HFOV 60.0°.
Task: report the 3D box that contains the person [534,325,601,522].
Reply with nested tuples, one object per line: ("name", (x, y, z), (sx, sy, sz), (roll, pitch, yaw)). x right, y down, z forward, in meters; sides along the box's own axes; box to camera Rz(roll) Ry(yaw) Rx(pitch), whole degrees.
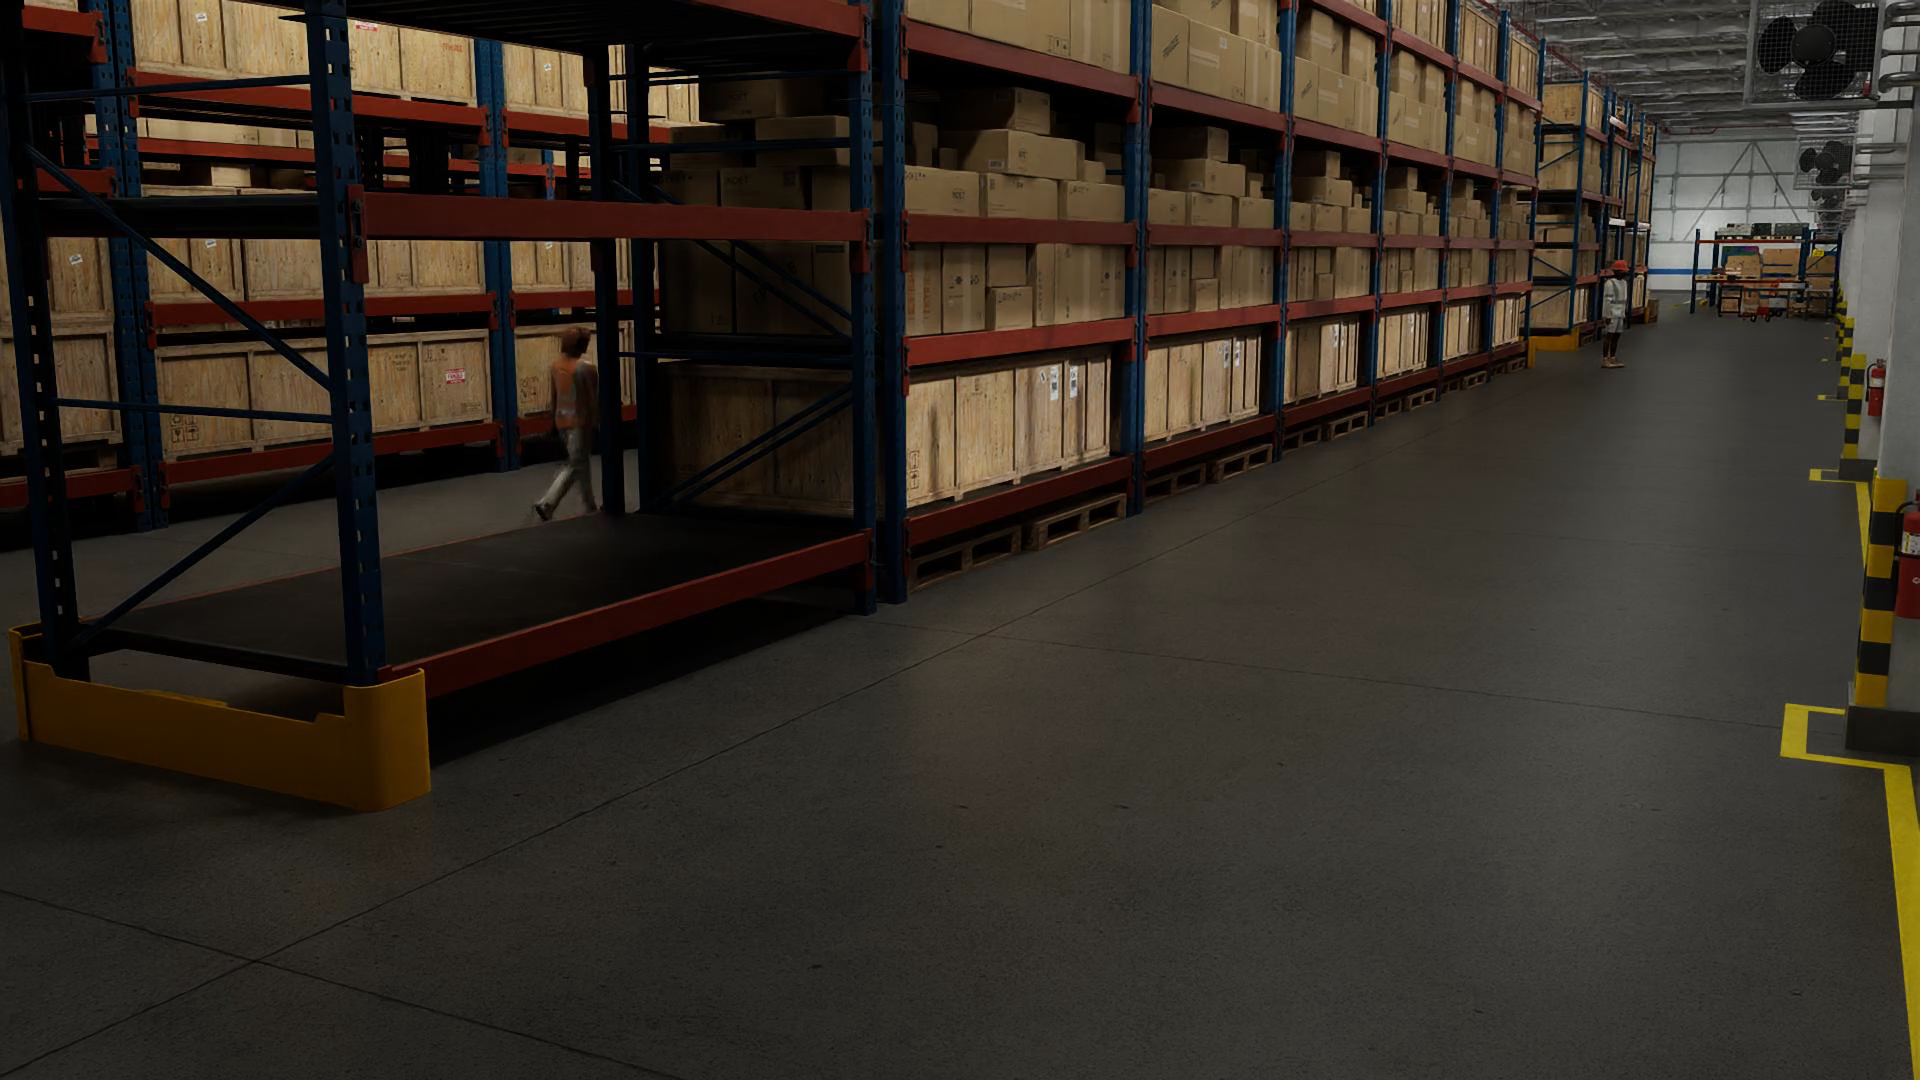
("person", (-3.115, -0.906, 13.273), (0.524, 1.611, 0.754), (8, 12, 38))

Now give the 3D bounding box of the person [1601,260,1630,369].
("person", (12.425, -4.260, 31.431), (0.614, 2.041, 0.390), (-8, 12, -37))
